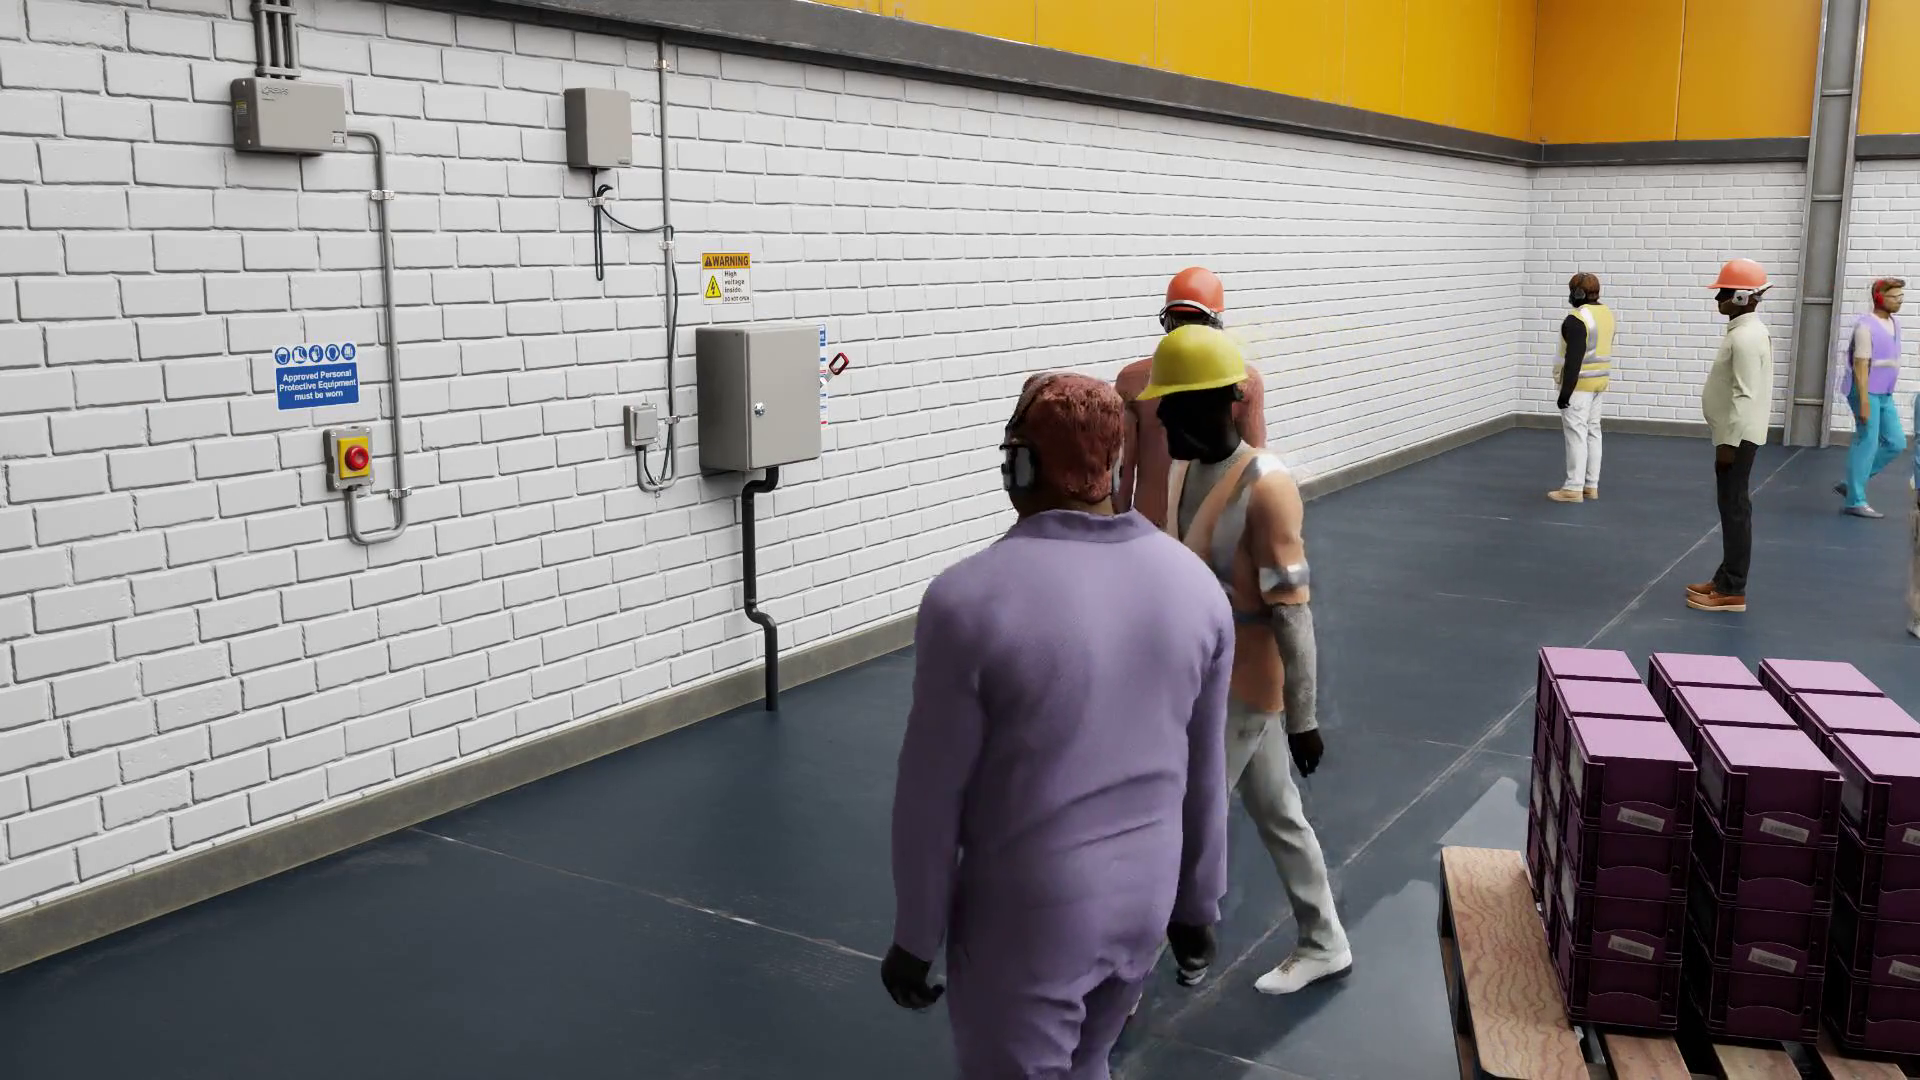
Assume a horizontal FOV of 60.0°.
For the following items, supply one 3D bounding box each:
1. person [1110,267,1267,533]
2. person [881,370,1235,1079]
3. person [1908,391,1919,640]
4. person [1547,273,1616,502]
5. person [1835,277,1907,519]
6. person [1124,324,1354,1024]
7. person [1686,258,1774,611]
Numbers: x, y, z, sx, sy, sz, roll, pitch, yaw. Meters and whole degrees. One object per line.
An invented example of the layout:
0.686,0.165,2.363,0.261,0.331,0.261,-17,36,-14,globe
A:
0.912,-0.081,6.643,0.622,1.994,0.381,3,11,14,person
0.229,0.650,2.912,0.656,1.877,0.743,-7,13,-36,person
5.144,-0.243,8.577,0.508,1.618,0.524,1,10,4,person
5.001,-1.226,13.419,0.634,1.839,0.429,-9,14,-42,person
6.923,-1.072,12.592,0.591,1.827,0.453,-8,13,-39,person
0.681,0.374,4.465,1.025,1.876,0.621,-2,11,-13,person
4.395,-0.592,9.470,0.379,1.996,0.611,5,11,25,person
